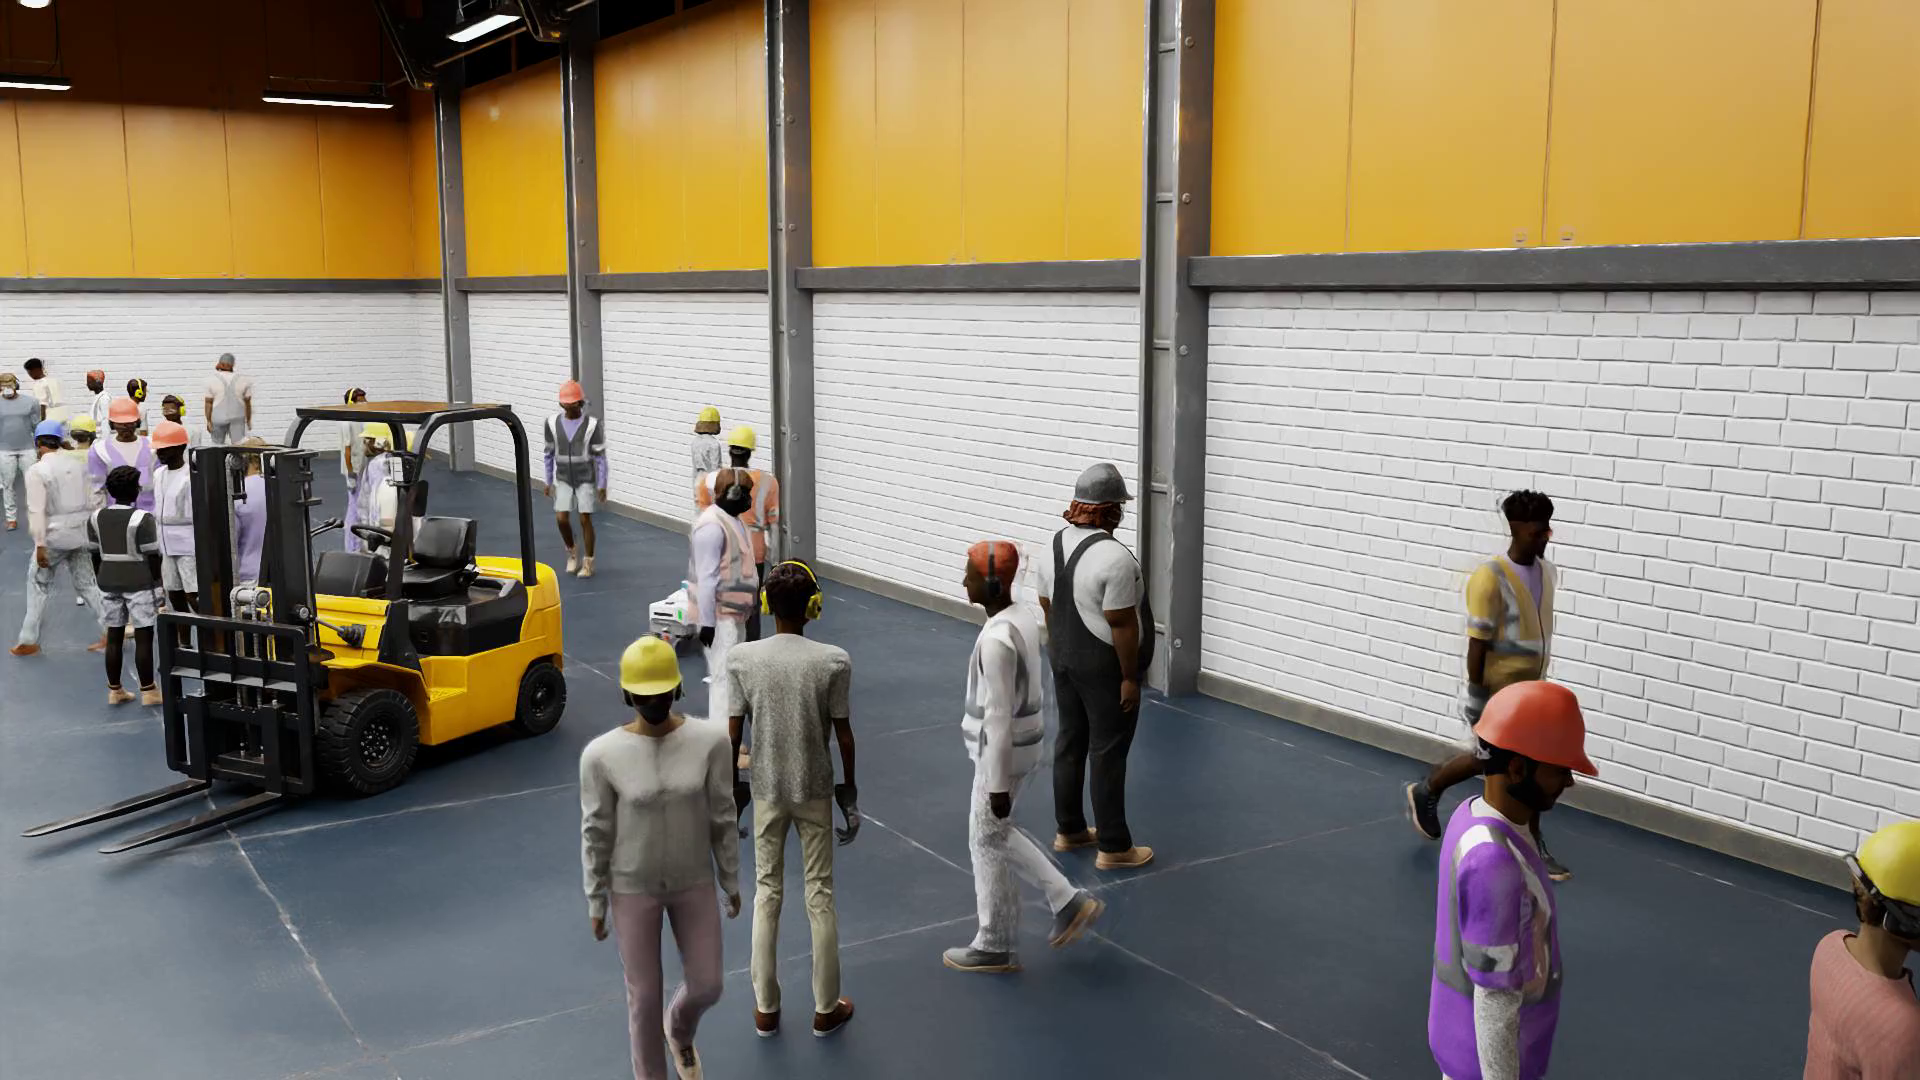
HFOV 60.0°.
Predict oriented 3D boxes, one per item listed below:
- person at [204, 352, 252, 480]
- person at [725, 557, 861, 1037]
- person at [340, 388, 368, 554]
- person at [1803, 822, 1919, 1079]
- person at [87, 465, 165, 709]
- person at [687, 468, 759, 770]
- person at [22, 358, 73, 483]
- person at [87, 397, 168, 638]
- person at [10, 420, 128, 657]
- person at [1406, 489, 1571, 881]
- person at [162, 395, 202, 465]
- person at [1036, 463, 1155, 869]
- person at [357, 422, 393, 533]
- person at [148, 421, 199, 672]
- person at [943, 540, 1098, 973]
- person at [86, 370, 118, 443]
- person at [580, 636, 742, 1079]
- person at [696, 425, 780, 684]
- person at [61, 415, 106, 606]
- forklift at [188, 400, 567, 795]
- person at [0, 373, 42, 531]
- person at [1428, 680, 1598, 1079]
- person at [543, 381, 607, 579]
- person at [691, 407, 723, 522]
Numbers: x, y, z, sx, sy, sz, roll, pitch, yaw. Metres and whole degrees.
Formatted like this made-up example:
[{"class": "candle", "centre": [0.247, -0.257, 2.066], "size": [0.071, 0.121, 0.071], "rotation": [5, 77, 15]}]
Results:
[{"class": "person", "centre": [-11.150, -1.896, 25.383], "size": [0.700, 2.000, 0.826], "rotation": [-6, 10, -35]}, {"class": "person", "centre": [-0.651, 0.997, 6.456], "size": [0.538, 1.869, 0.313], "rotation": [1, 8, 3]}, {"class": "person", "centre": [-6.481, -0.697, 17.882], "size": [0.310, 1.868, 0.533], "rotation": [-1, 8, -6]}, {"class": "person", "centre": [2.016, 1.468, 3.684], "size": [0.342, 1.754, 0.533], "rotation": [2, 9, 12]}, {"class": "person", "centre": [-5.768, 0.327, 11.551], "size": [0.540, 1.695, 0.317], "rotation": [2, 9, 12]}, {"class": "person", "centre": [-1.436, 0.467, 10.255], "size": [0.483, 1.822, 0.704], "rotation": [1, 9, 9]}, {"class": "person", "centre": [-13.773, -1.796, 25.141], "size": [0.866, 1.901, 0.768], "rotation": [1, 8, 5]}, {"class": "person", "centre": [-6.919, -0.187, 13.924], "size": [0.614, 2.029, 0.409], "rotation": [-6, 10, -35]}, {"class": "person", "centre": [-7.120, -0.005, 13.221], "size": [0.779, 1.893, 0.626], "rotation": [2, 9, 16]}, {"class": "person", "centre": [2.685, 0.685, 8.359], "size": [0.612, 1.940, 0.840], "rotation": [-6, 10, -33]}, {"class": "person", "centre": [-7.951, -0.557, 16.975], "size": [0.511, 1.862, 0.324], "rotation": [1, 8, 5]}, {"class": "person", "centre": [0.727, 0.619, 8.432], "size": [0.537, 2.000, 0.678], "rotation": [-6, 10, -33]}, {"class": "person", "centre": [-4.920, -0.133, 14.196], "size": [0.404, 1.832, 0.600], "rotation": [0, 8, 1]}, {"class": "person", "centre": [-5.878, 0.069, 12.520], "size": [0.544, 1.929, 0.378], "rotation": [5, 10, 29]}, {"class": "person", "centre": [0.232, 0.919, 6.982], "size": [0.544, 1.869, 0.598], "rotation": [2, 9, 13]}, {"class": "person", "centre": [-11.326, -1.313, 22.012], "size": [0.345, 1.879, 0.581], "rotation": [-5, 10, -31]}, {"class": "person", "centre": [-1.026, 1.170, 5.684], "size": [0.537, 1.750, 0.440], "rotation": [-3, 9, -20]}, {"class": "person", "centre": [-1.642, 0.114, 12.291], "size": [0.621, 1.910, 0.473], "rotation": [-1, 8, -4]}, {"class": "person", "centre": [-8.016, -0.270, 15.341], "size": [0.522, 1.771, 0.307], "rotation": [0, 8, -3]}, {"class": "forklift", "centre": [-3.529, 0.258, 10.348], "size": [1.214, 2.155, 2.313], "rotation": [4, 9, 25]}, {"class": "person", "centre": [-11.493, -1.073, 20.231], "size": [0.641, 1.927, 0.386], "rotation": [-5, 10, -31]}, {"class": "person", "centre": [1.380, 1.300, 4.221], "size": [0.372, 1.928, 0.543], "rotation": [2, 9, 13]}, {"class": "person", "centre": [-3.881, -0.596, 16.713], "size": [0.687, 2.014, 0.521], "rotation": [1, 8, 4]}, {"class": "person", "centre": [-2.543, -0.485, 16.916], "size": [0.321, 1.737, 0.488], "rotation": [-6, 11, -37]}]
